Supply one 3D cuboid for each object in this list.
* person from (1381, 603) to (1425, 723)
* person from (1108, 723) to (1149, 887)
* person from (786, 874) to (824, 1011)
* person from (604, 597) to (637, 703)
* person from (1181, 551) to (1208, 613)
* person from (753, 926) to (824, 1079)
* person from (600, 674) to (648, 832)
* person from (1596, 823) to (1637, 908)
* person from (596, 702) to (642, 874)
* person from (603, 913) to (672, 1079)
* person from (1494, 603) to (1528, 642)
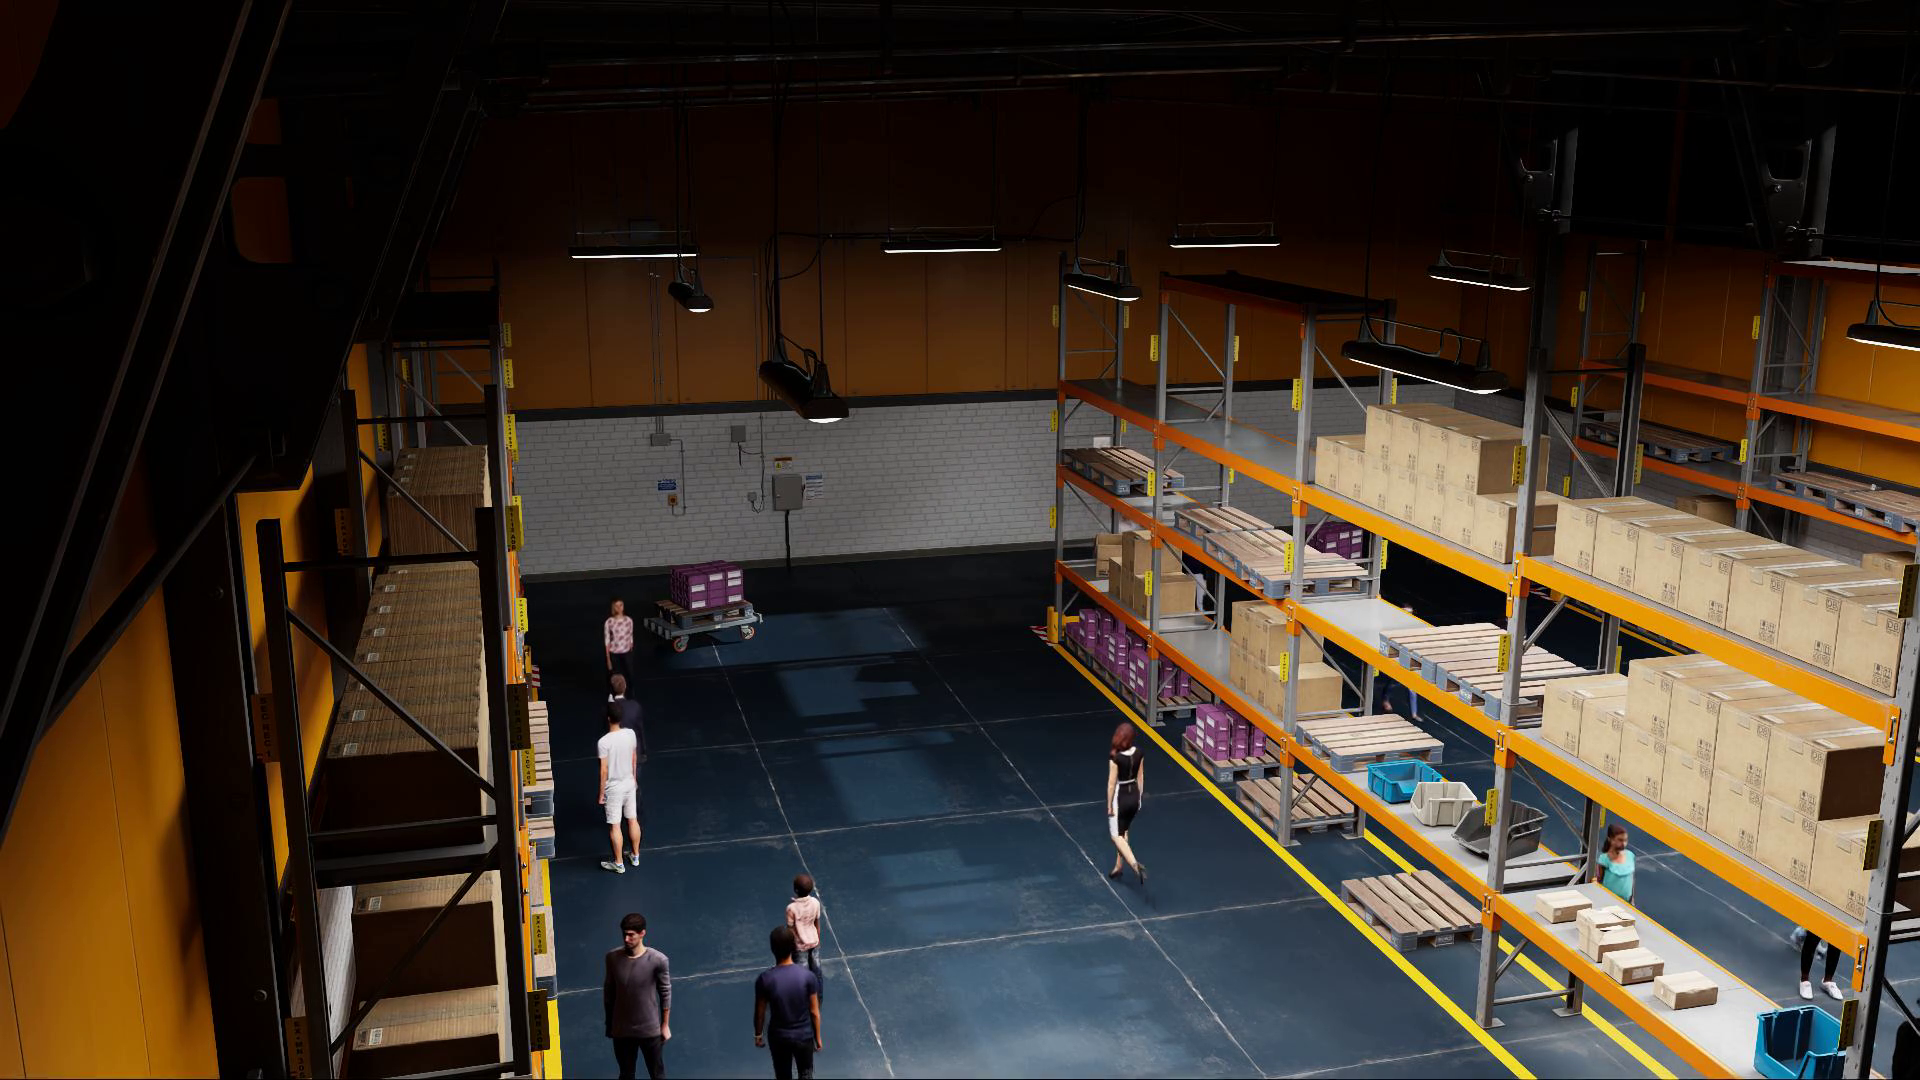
[{"bbox_3d":[5.904,1.627,22.367,0.679,1.568,1.107,-5,14,-20],"label":"person"},{"bbox_3d":[1.736,2.774,17.183,0.726,1.779,1.010,-7,15,-27],"label":"person"},{"bbox_3d":[-1.379,3.591,14.813,0.547,1.306,0.557,-10,17,-34],"label":"person"},{"bbox_3d":[-4.667,1.564,22.601,0.719,1.580,1.179,-7,15,-26],"label":"person"},{"bbox_3d":[3.673,0.666,26.256,0.670,1.605,0.691,5,14,19],"label":"person"},{"bbox_3d":[-1.298,3.847,12.746,0.692,1.781,0.597,-2,14,-10],"label":"person"},{"bbox_3d":[-3.750,2.412,18.637,0.683,1.797,0.990,-4,14,-18],"label":"person"},{"bbox_3d":[6.009,3.329,15.401,0.597,1.538,1.018,-5,14,-19],"label":"person"},{"bbox_3d":[-3.632,2.615,17.681,0.782,1.854,0.761,10,17,36],"label":"person"},{"bbox_3d":[-2.503,3.763,12.941,0.746,1.852,0.689,2,14,8],"label":"person"},{"bbox_3d":[7.379,1.577,22.424,0.692,1.638,0.708,2,14,8],"label":"person"}]
